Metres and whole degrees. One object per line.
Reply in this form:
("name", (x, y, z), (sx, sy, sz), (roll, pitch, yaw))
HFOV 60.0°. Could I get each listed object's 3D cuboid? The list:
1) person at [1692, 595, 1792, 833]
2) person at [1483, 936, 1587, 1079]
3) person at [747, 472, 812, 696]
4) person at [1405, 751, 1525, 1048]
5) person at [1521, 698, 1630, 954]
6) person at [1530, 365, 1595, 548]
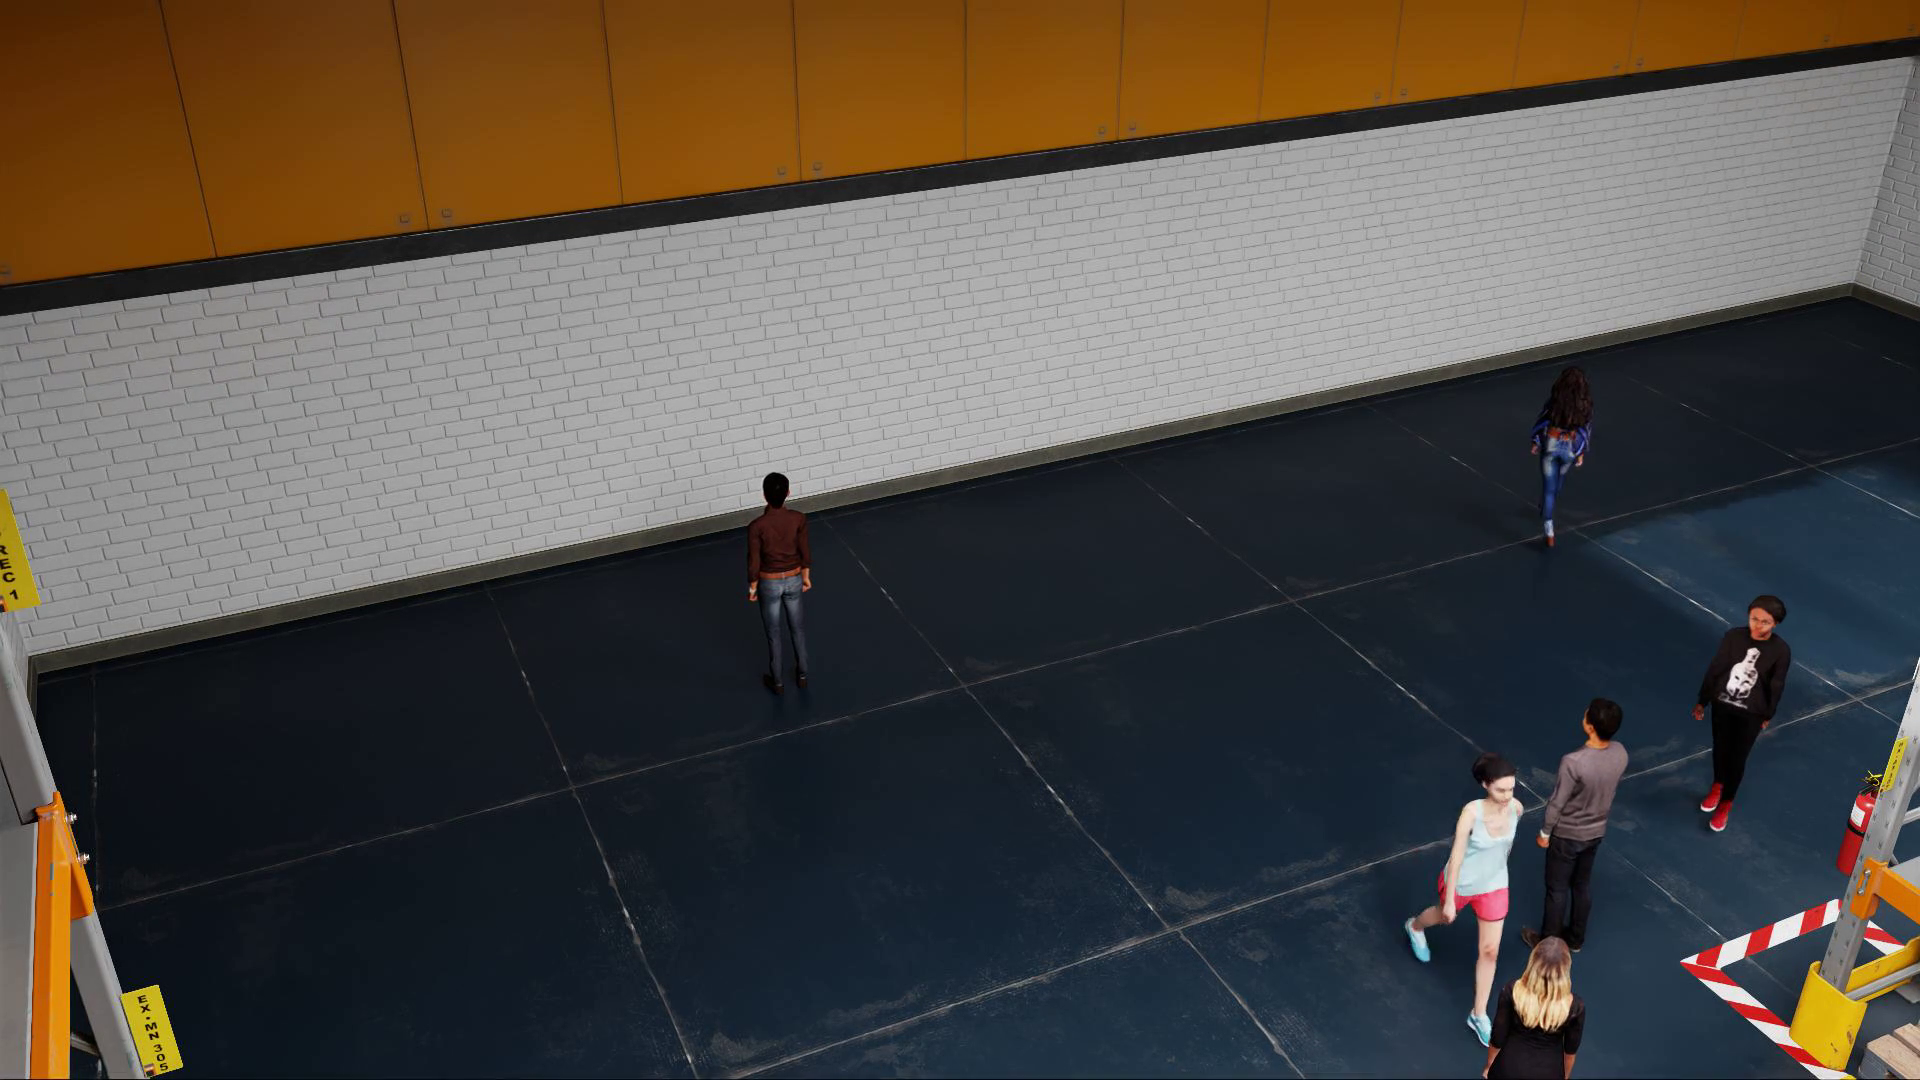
("person", (5.161, 1.064, 10.982), (0.733, 1.665, 0.786), (25, 37, 37))
("person", (2.769, 2.611, 8.136), (0.608, 1.675, 0.664), (9, 30, 16))
("person", (-1.317, 0.319, 12.228), (0.647, 1.780, 0.494), (-13, 31, -22))
("person", (2.846, 1.904, 9.382), (0.774, 1.723, 1.258), (-6, 29, -11))
("person", (3.614, 1.698, 9.714), (0.506, 1.766, 0.623), (-13, 31, -22))
("person", (5.157, -0.707, 14.317), (0.982, 1.580, 1.122), (5, 29, 9))
